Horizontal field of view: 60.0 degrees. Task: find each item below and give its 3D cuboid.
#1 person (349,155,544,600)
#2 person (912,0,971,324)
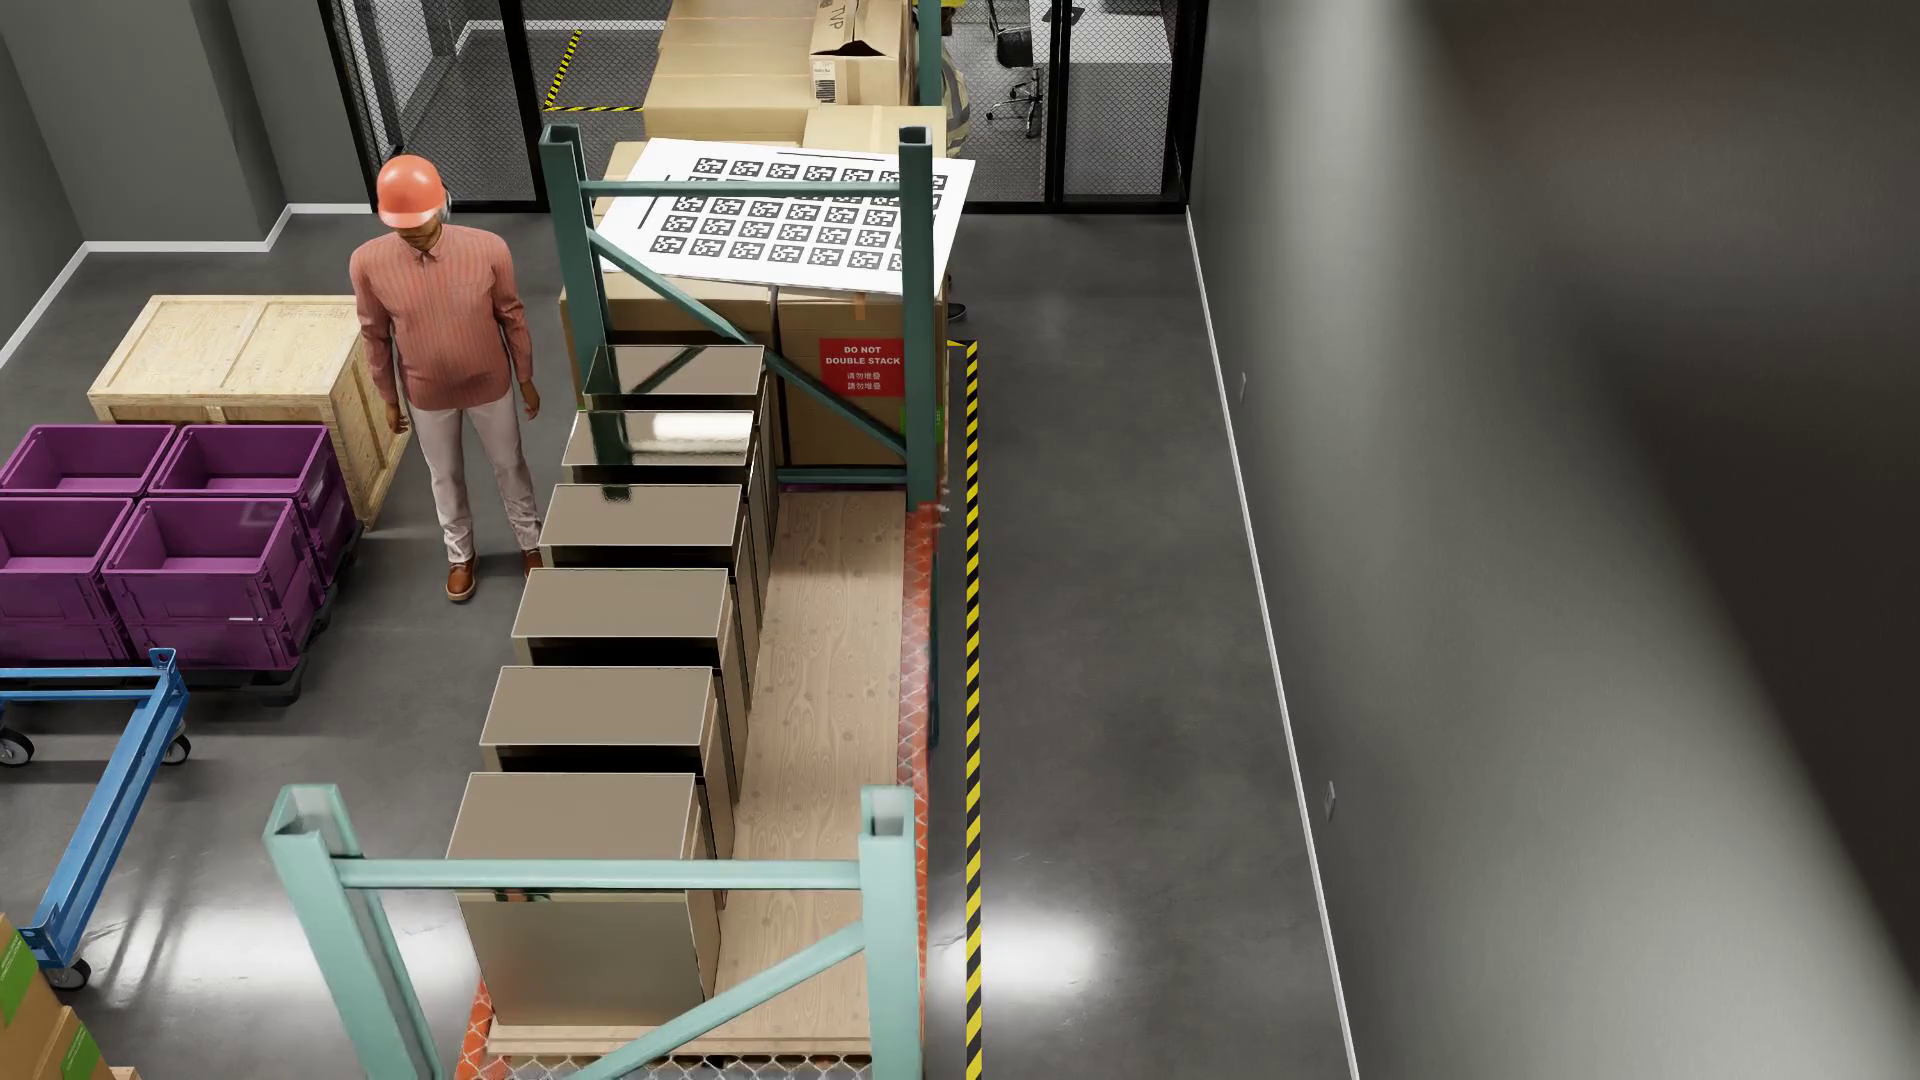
[{"bbox_3d":[-1.978,-0.612,6.545,0.622,1.992,0.384,-10,42,-11],"label":"person"},{"bbox_3d":[-0.152,-1.943,8.188,0.404,1.828,0.601,-8,42,-9],"label":"person"}]
